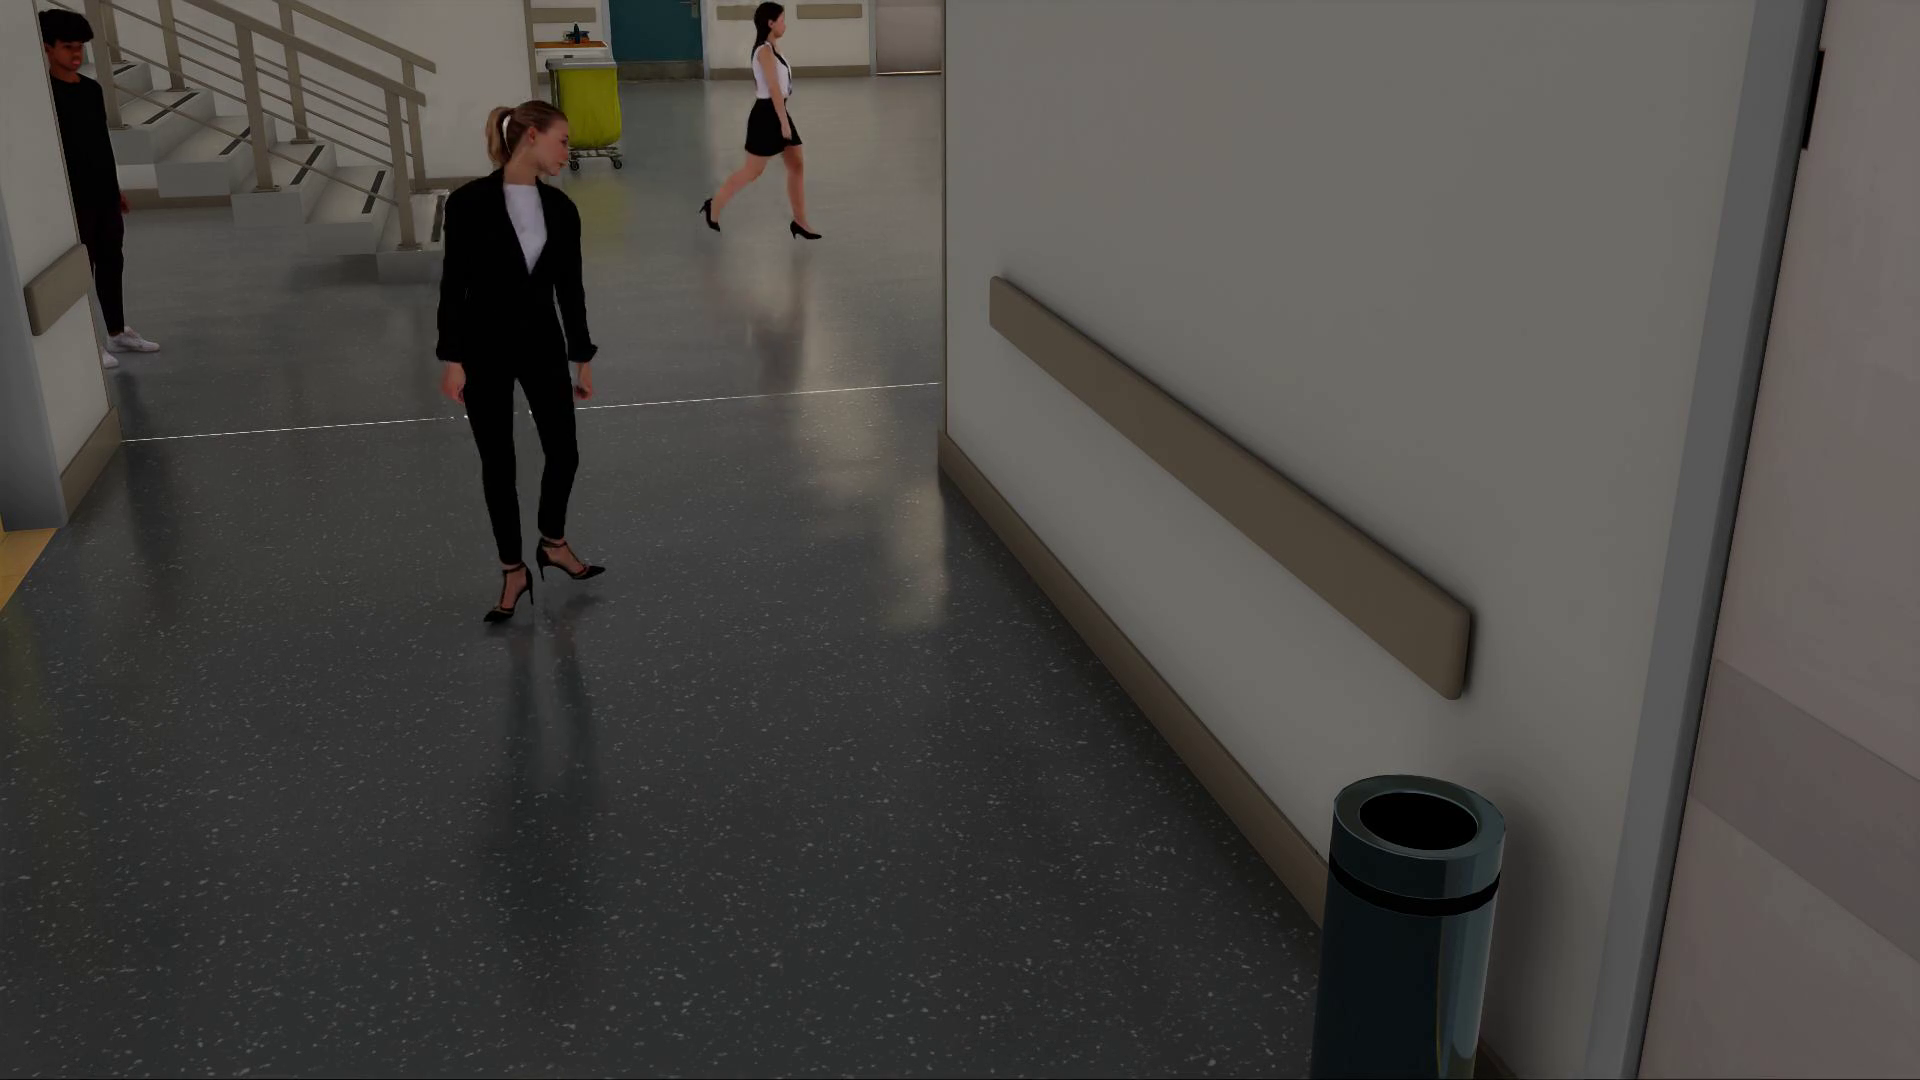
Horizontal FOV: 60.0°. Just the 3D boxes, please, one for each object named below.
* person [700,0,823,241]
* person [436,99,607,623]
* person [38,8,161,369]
[{"bbox_3d":[-1.407,-2.854,11.547,1.142,1.612,0.774,1,21,3],"label":"person"},{"bbox_3d":[-1.484,-0.550,5.374,0.636,1.676,0.812,-7,22,-19],"label":"person"},{"bbox_3d":[-4.521,-1.812,8.558,0.725,1.780,0.717,5,21,13],"label":"person"}]
